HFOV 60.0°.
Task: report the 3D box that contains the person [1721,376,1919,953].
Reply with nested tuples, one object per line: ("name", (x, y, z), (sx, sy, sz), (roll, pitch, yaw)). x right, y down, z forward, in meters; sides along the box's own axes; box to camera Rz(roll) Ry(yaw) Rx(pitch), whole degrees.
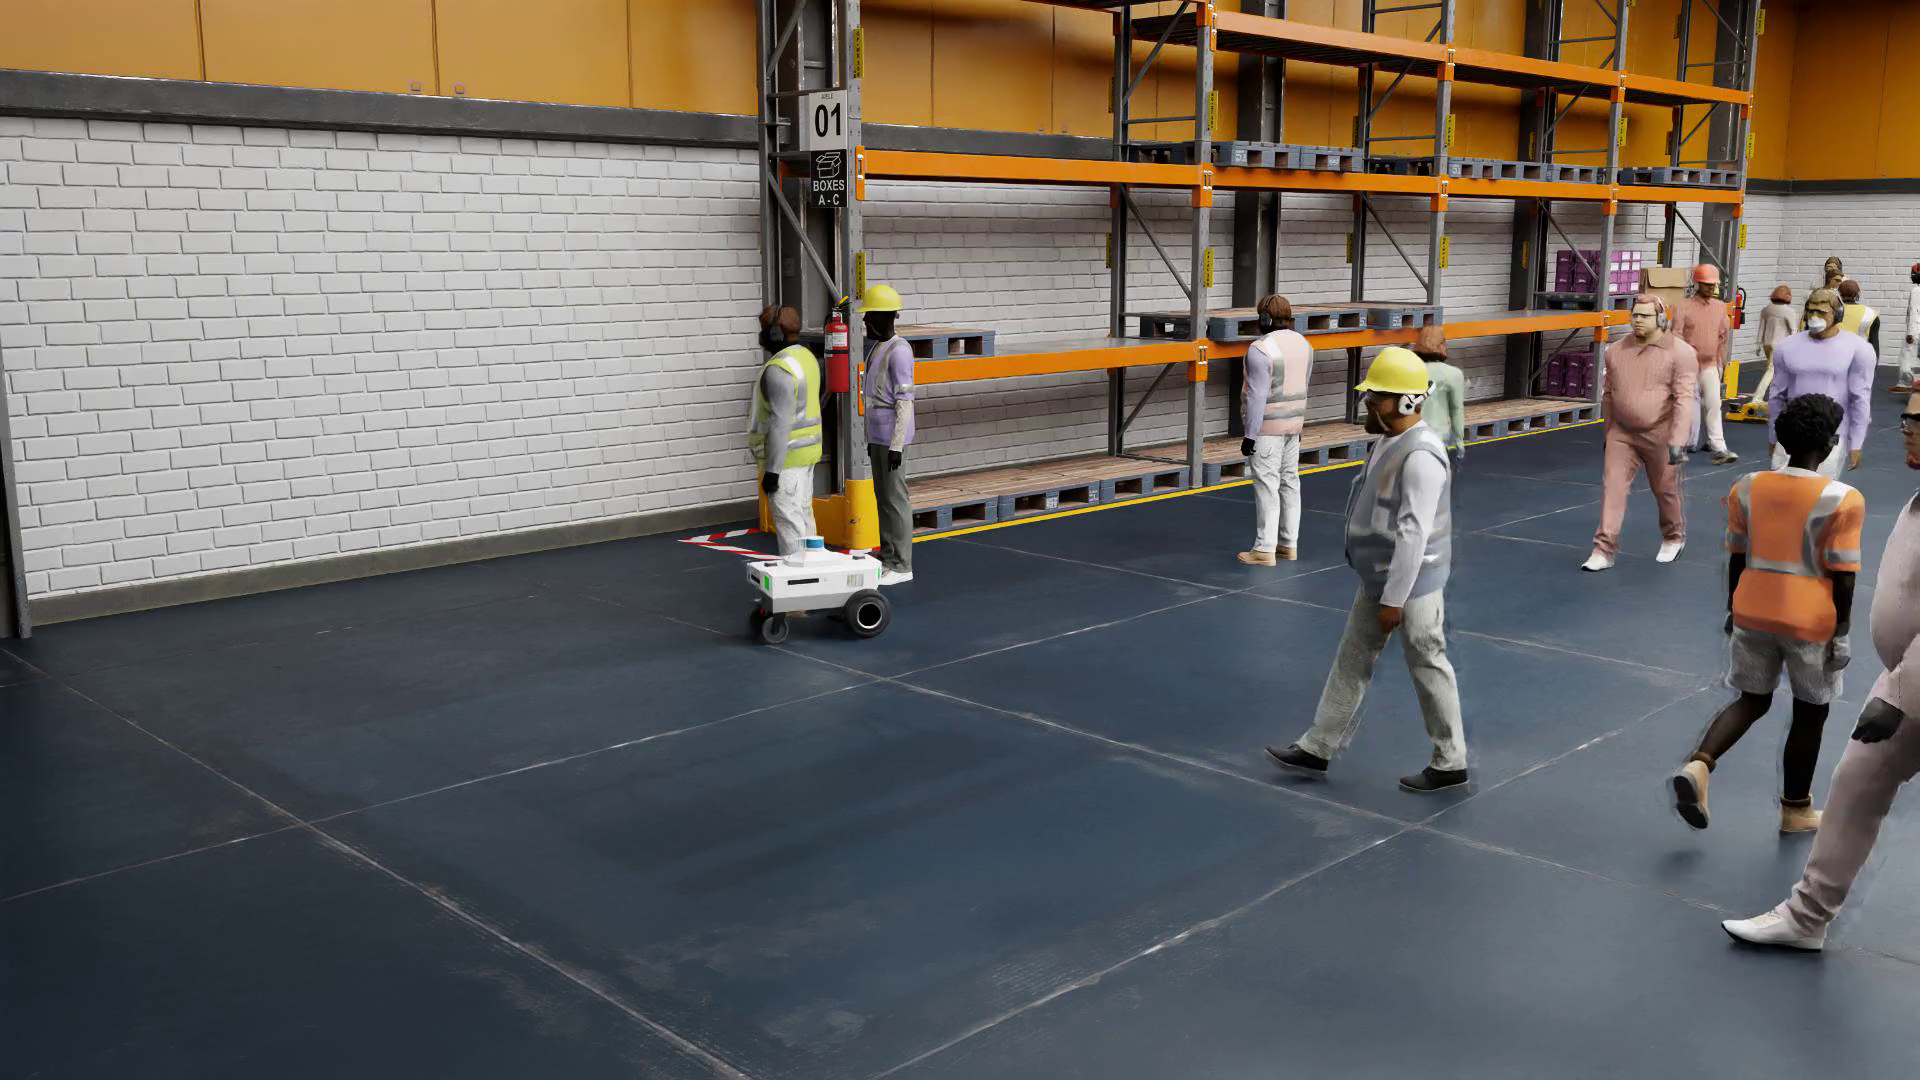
("person", (2.948, 0.429, 4.938), (1.023, 1.855, 0.635), (2, 11, 9))

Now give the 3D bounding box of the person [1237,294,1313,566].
("person", (2.128, -0.748, 11.367), (0.626, 1.843, 0.430), (-10, 14, -43))

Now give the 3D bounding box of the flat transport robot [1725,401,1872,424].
("flat transport robot", (9.965, -1.504, 19.772), (0.652, 0.197, 1.431), (-10, 14, -44))

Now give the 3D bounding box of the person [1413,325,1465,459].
("person", (3.268, -0.694, 11.698), (0.517, 1.618, 0.368), (6, 12, 31))

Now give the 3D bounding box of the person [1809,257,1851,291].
("person", (12.360, -3.052, 23.665), (0.353, 1.937, 0.635), (-10, 14, -44))

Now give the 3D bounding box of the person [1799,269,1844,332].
("person", (11.553, -2.755, 22.442), (0.589, 1.798, 0.929), (2, 11, 9))

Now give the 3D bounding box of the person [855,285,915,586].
("person", (-0.481, -0.672, 10.719), (0.370, 1.927, 0.588), (-4, 11, -20))

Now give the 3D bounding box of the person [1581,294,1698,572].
("person", (4.629, -0.727, 11.236), (1.028, 1.856, 0.660), (-10, 14, -43))

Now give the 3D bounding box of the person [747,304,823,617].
("person", (-1.035, -0.467, 9.837), (0.429, 1.841, 0.629), (2, 11, 11))

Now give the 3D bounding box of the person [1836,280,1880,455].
("person", (9.095, -1.778, 17.136), (0.643, 1.793, 0.970), (5, 12, 27))

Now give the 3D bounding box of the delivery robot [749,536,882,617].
("delivery robot", (-0.813, 0.221, 9.339), (0.707, 0.478, 0.477), (-4, 11, -22))

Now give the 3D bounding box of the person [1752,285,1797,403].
("person", (10.696, -2.539, 21.834), (0.843, 1.602, 0.503), (-4, 11, -21))

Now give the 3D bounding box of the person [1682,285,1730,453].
("person", (7.669, -1.776, 17.183), (0.525, 1.769, 0.315), (-3, 11, -15))

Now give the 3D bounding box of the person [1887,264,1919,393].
("person", (13.618, -2.968, 23.442), (0.610, 1.859, 0.804), (-6, 12, -32))

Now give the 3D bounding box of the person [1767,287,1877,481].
("person", (5.486, -0.654, 10.653), (0.492, 1.922, 0.632), (-10, 14, -44))

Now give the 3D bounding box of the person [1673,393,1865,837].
("person", (2.976, 0.300, 6.081), (0.644, 1.678, 0.534), (-6, 12, -28))

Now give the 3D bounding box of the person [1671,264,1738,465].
("person", (7.237, -1.695, 16.206), (0.662, 1.949, 0.956), (-2, 11, -9))

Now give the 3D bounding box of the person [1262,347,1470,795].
("person", (1.661, 0.141, 6.629), (0.888, 1.791, 0.612), (0, 10, -2))
